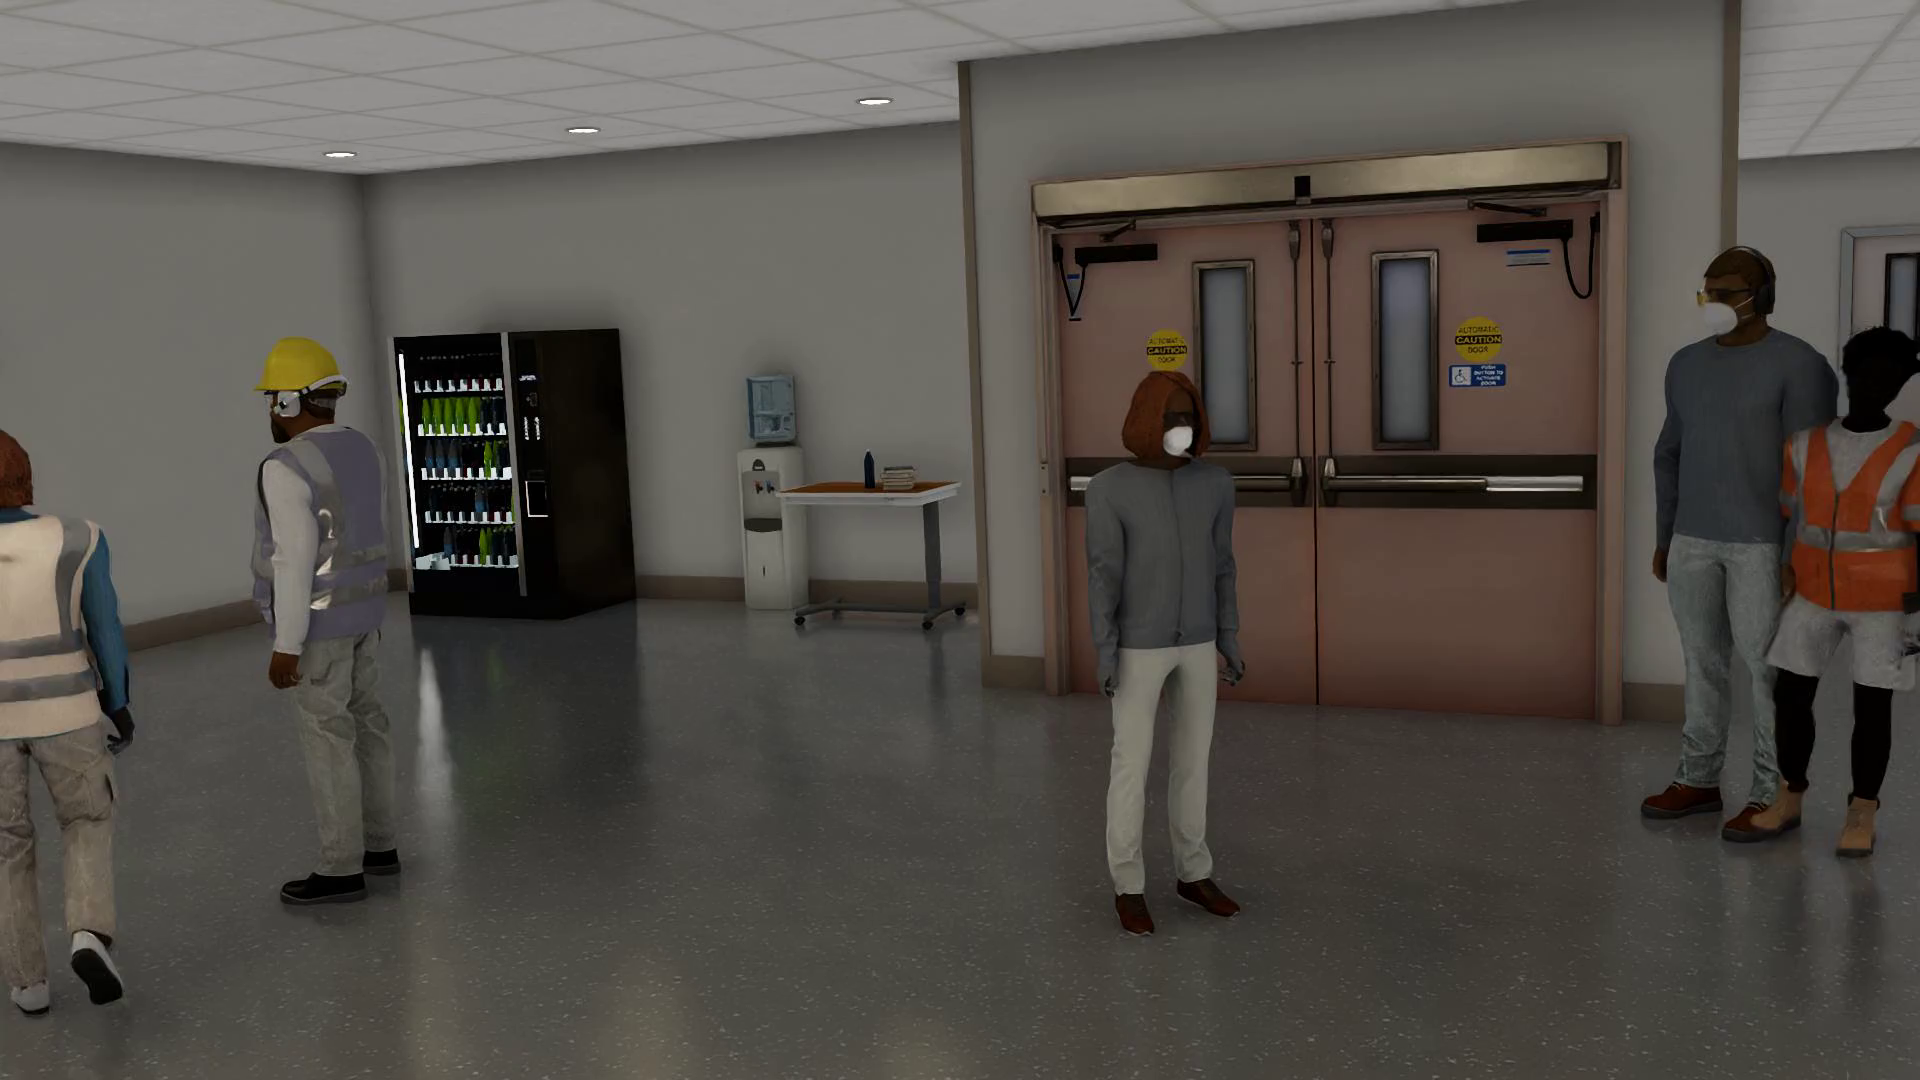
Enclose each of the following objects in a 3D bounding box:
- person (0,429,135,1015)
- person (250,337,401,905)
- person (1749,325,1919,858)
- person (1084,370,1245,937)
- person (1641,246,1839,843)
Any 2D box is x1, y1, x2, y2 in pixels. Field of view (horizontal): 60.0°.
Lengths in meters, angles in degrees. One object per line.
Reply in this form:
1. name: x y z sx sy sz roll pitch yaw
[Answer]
1. person: -2.505 0.504 4.461 0.528 1.620 0.463 -7 9 -31
2. person: -2.076 0.259 5.424 0.404 1.832 0.599 -1 7 8
3. person: 2.796 0.173 5.176 0.351 1.676 0.560 -8 9 -37
4. person: 0.607 0.321 4.878 0.499 1.633 0.289 -6 8 -24
5. person: 2.556 0.011 5.494 0.372 1.940 0.632 -6 8 -27
